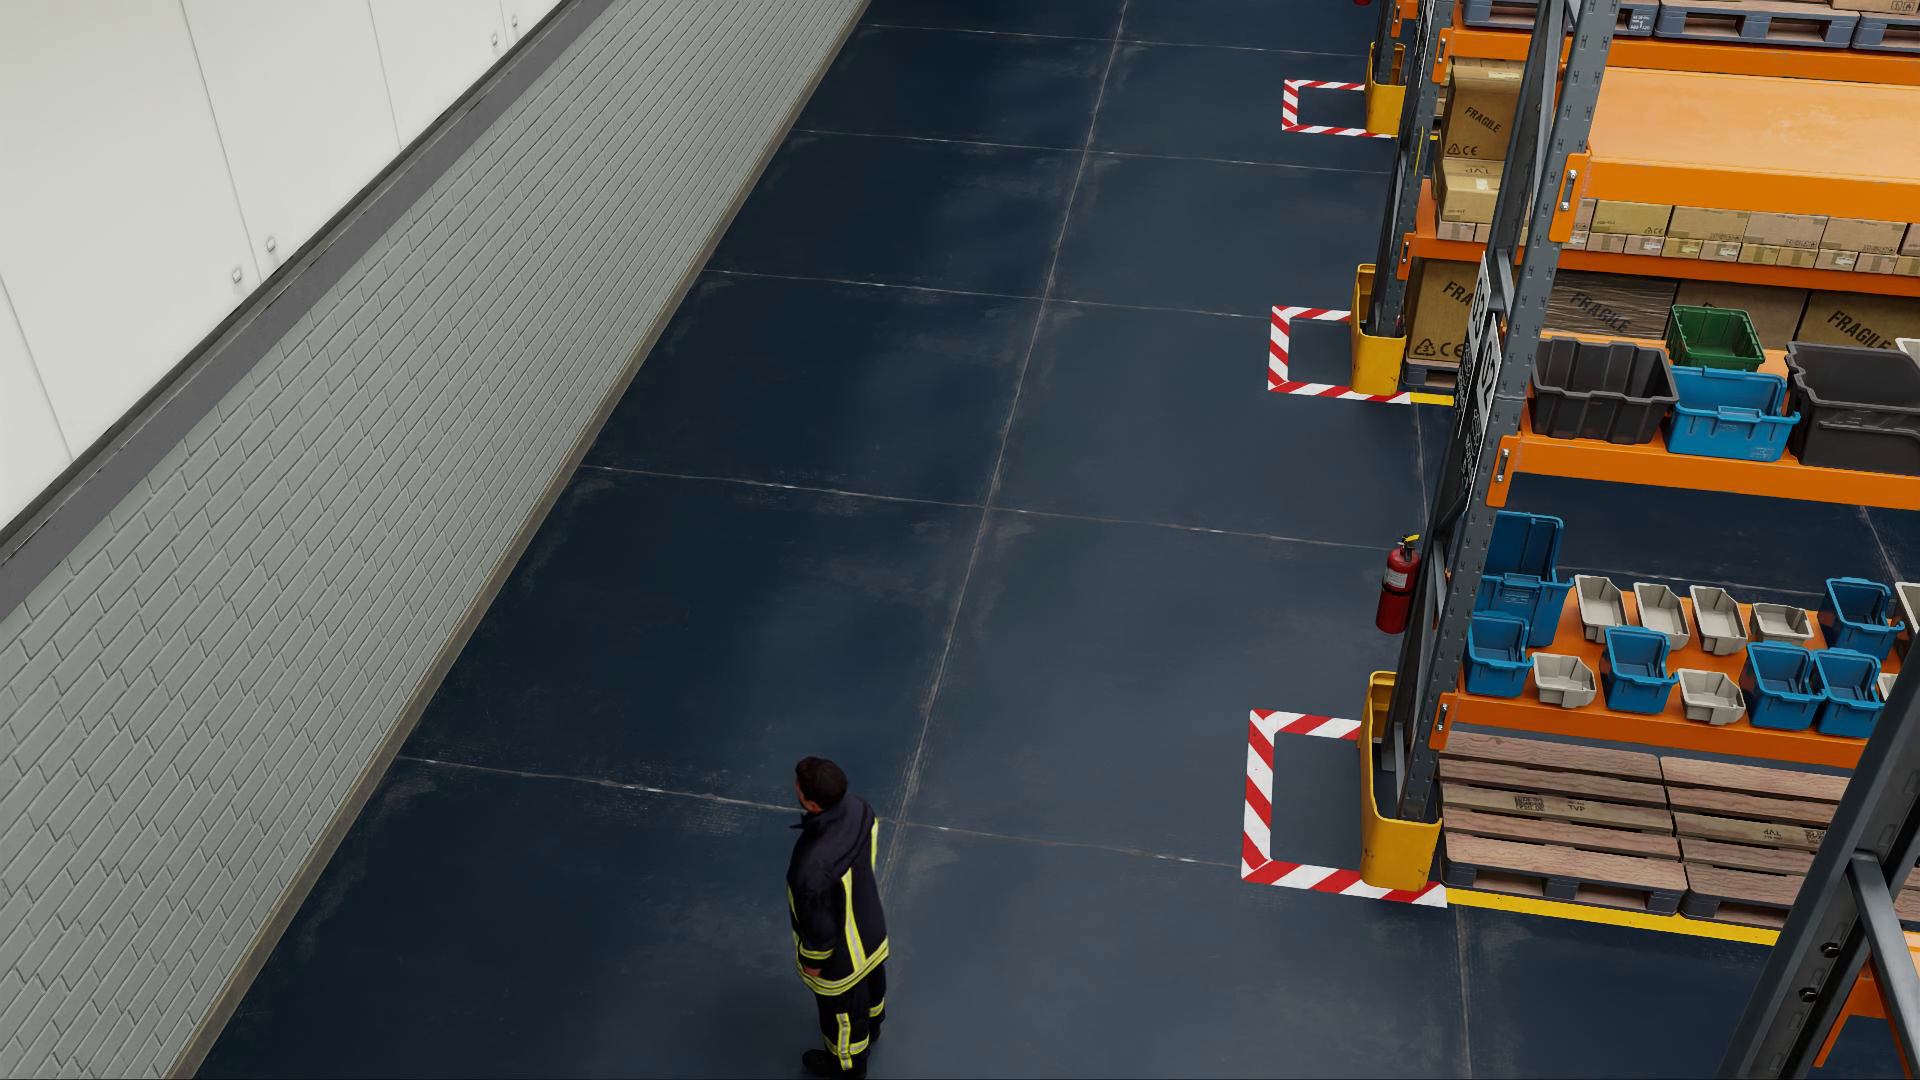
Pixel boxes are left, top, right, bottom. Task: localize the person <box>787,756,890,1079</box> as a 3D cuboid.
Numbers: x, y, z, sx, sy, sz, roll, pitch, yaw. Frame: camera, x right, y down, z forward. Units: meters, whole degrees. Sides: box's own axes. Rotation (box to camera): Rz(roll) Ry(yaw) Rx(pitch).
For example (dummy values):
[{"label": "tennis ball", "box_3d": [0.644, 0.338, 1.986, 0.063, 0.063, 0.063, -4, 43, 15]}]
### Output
[{"label": "person", "box_3d": [-0.536, 1.695, 7.418, 0.732, 1.927, 0.823, 13, 39, 16]}]
